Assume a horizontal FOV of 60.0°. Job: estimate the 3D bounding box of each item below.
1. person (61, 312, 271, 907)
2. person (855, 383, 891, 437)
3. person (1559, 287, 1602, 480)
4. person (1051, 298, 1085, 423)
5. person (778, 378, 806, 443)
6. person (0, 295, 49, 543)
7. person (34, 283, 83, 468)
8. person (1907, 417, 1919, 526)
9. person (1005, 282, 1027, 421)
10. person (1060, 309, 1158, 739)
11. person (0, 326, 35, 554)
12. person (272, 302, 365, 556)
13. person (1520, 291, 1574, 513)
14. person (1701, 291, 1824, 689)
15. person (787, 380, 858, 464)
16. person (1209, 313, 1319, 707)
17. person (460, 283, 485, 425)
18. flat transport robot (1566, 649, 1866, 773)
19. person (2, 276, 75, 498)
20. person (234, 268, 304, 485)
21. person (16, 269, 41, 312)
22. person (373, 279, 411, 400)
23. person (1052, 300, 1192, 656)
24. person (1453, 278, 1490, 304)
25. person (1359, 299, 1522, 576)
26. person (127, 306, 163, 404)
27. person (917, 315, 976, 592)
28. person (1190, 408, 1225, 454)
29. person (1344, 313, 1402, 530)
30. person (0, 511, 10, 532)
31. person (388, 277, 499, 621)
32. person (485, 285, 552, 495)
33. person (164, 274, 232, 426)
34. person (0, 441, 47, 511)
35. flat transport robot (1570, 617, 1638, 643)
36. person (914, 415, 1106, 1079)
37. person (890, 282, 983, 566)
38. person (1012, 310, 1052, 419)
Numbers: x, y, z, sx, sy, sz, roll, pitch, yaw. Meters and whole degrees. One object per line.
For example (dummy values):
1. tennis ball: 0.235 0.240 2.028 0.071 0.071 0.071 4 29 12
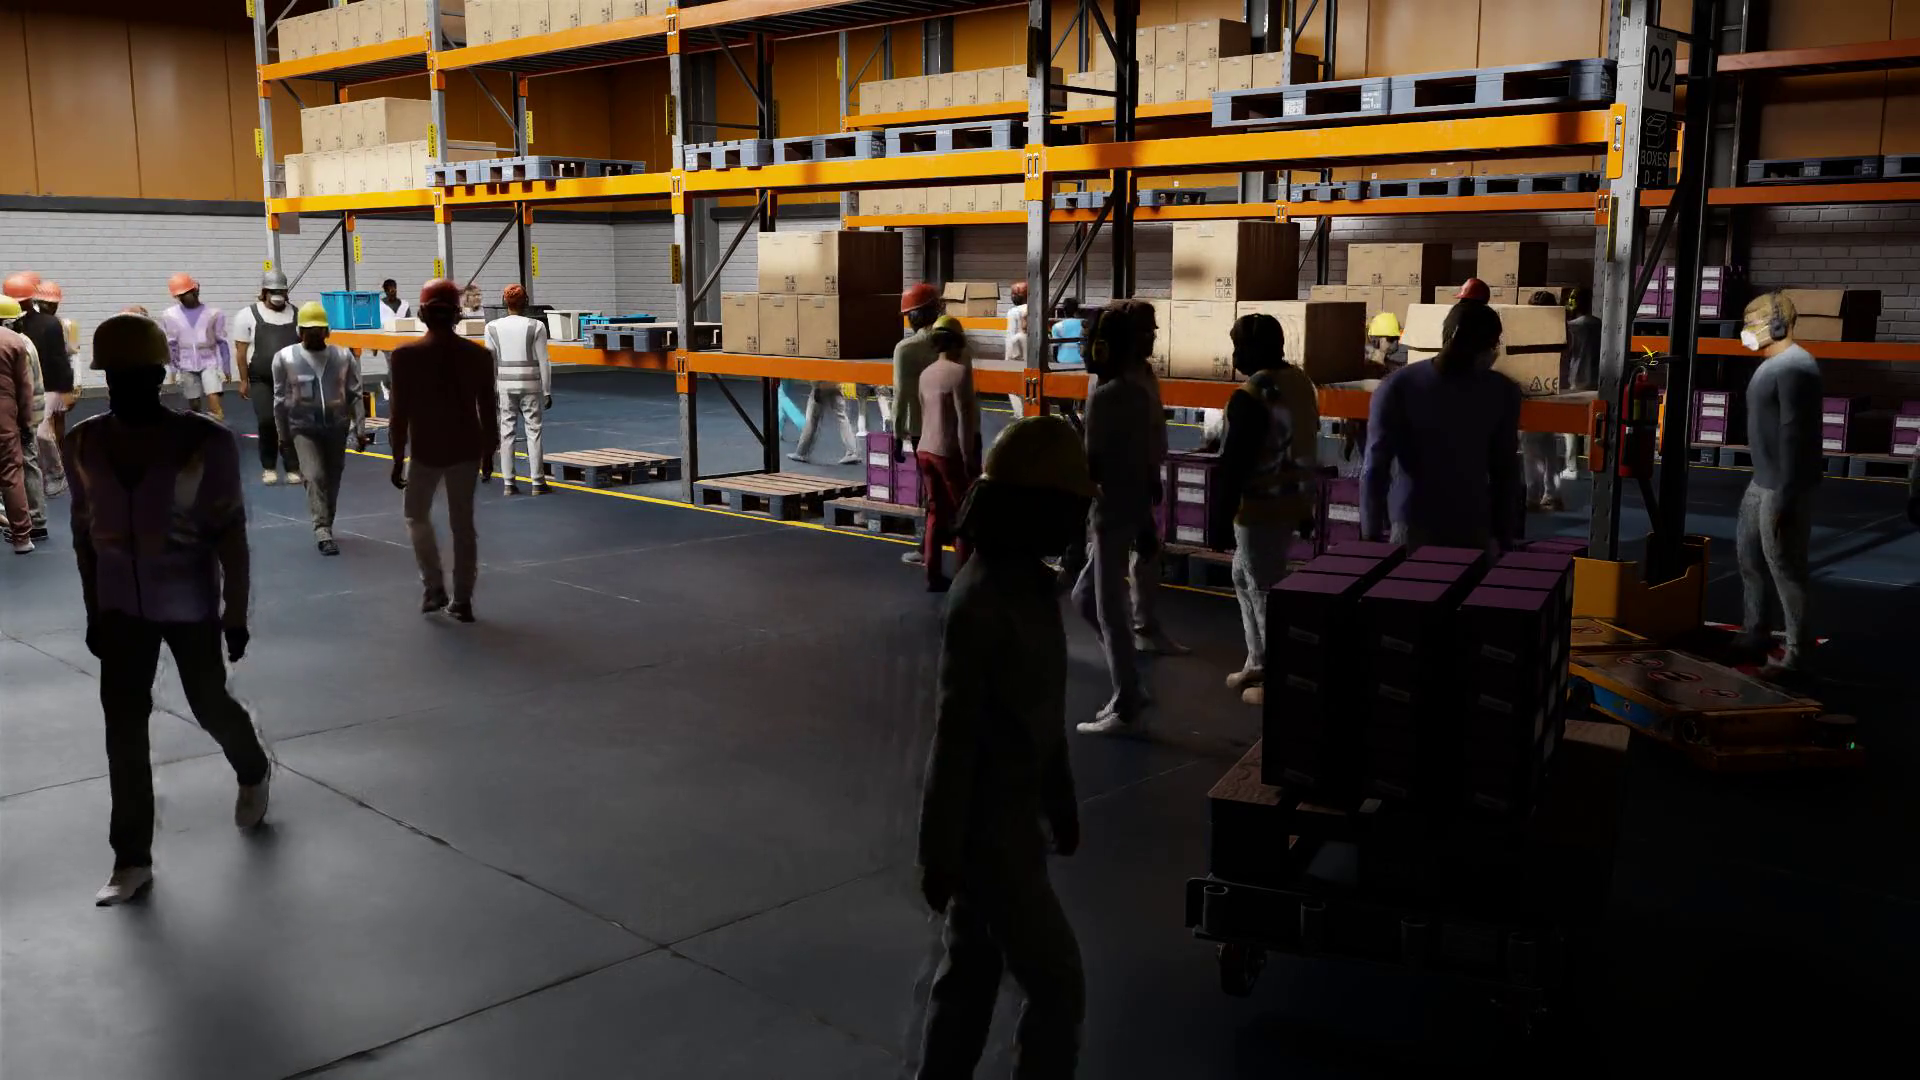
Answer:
1. person: -2.665 0.176 5.626 0.594 1.897 0.914 0 9 -1
2. person: -1.045 -2.010 19.799 0.525 1.615 0.680 -4 10 -23
3. person: 5.989 -1.489 15.921 0.645 1.850 0.495 -3 10 -20
4. person: 1.445 -2.300 21.480 0.533 1.661 0.835 1 9 3
5. person: -2.030 -2.041 19.391 0.720 1.826 0.574 4 10 21
6. person: -7.008 -0.896 12.347 0.404 1.827 0.602 -5 11 -29
7. person: -9.048 -1.611 16.590 0.543 1.878 1.013 -7 12 -38
8. person: 5.077 -0.253 8.279 0.605 1.862 0.893 6 11 32
9. person: 0.810 -2.194 20.208 0.618 1.861 0.437 -9 13 -43
10. person: 0.630 -0.049 7.117 0.432 1.850 0.512 4 10 22
11. person: -6.877 -0.827 11.696 0.644 1.907 0.399 -6 11 -33
12. person: -4.634 -0.826 12.029 0.602 1.799 0.902 -6 11 -32
13. person: 4.815 -1.141 13.841 0.647 1.836 0.429 -8 12 -40
14. person: 3.979 -0.244 8.123 0.443 1.916 0.698 2 10 14
15. person: -1.397 -1.579 17.265 0.886 1.587 0.528 6 11 34
16. person: 1.343 -0.126 7.658 0.614 1.820 0.641 7 11 36
17. person: -5.914 -2.205 20.331 0.635 1.855 1.023 -9 13 -43
18. flat transport robot: 3.183 0.709 7.276 0.652 0.197 1.431 -2 9 -9
19. person: -8.038 -1.296 14.412 0.737 1.954 0.504 2 9 11
20. person: -6.339 -1.519 15.523 0.704 2.000 0.562 -7 11 -35
21. person: -10.027 -1.888 17.858 0.626 2.019 0.495 2 10 14
22. person: -8.556 -2.981 24.979 0.821 1.885 0.591 8 12 42
23. person: 0.787 -0.333 8.814 0.883 1.869 0.637 3 10 17
24. person: 4.298 -1.225 14.027 0.352 1.942 0.545 1 9 7
25. person: 1.971 -0.053 6.991 0.710 1.906 0.804 0 9 1
26. person: -9.012 -1.760 18.305 0.531 1.604 0.778 -2 9 -11
27. person: -0.067 -0.519 10.332 0.387 1.736 0.562 -6 11 -35
28. person: 2.120 -1.191 13.941 0.886 1.913 0.550 3 10 16
29. person: 2.936 -0.722 11.607 0.542 1.712 0.902 -9 13 -43
30. person: -7.537 -0.907 12.828 0.317 1.696 0.538 -1 9 -4
31. person: -2.978 -0.515 9.576 0.646 1.968 0.489 -6 11 -33
32. person: -3.930 -1.332 14.863 0.576 1.882 0.355 0 9 1
33. person: -8.220 -1.883 17.981 0.616 1.974 0.863 -3 10 -15
34. person: -7.922 -1.032 13.860 0.586 1.616 0.513 5 11 30
35. flat transport robot: 2.748 0.552 8.239 1.431 0.197 0.652 -2 9 -9
36. person: 0.165 0.600 3.501 0.668 1.711 0.503 3 10 16
37. person: -0.114 -0.717 10.937 0.642 1.946 0.953 -7 12 -37
38. person: 0.746 -1.674 17.761 0.504 1.618 0.470 -5 11 -30
